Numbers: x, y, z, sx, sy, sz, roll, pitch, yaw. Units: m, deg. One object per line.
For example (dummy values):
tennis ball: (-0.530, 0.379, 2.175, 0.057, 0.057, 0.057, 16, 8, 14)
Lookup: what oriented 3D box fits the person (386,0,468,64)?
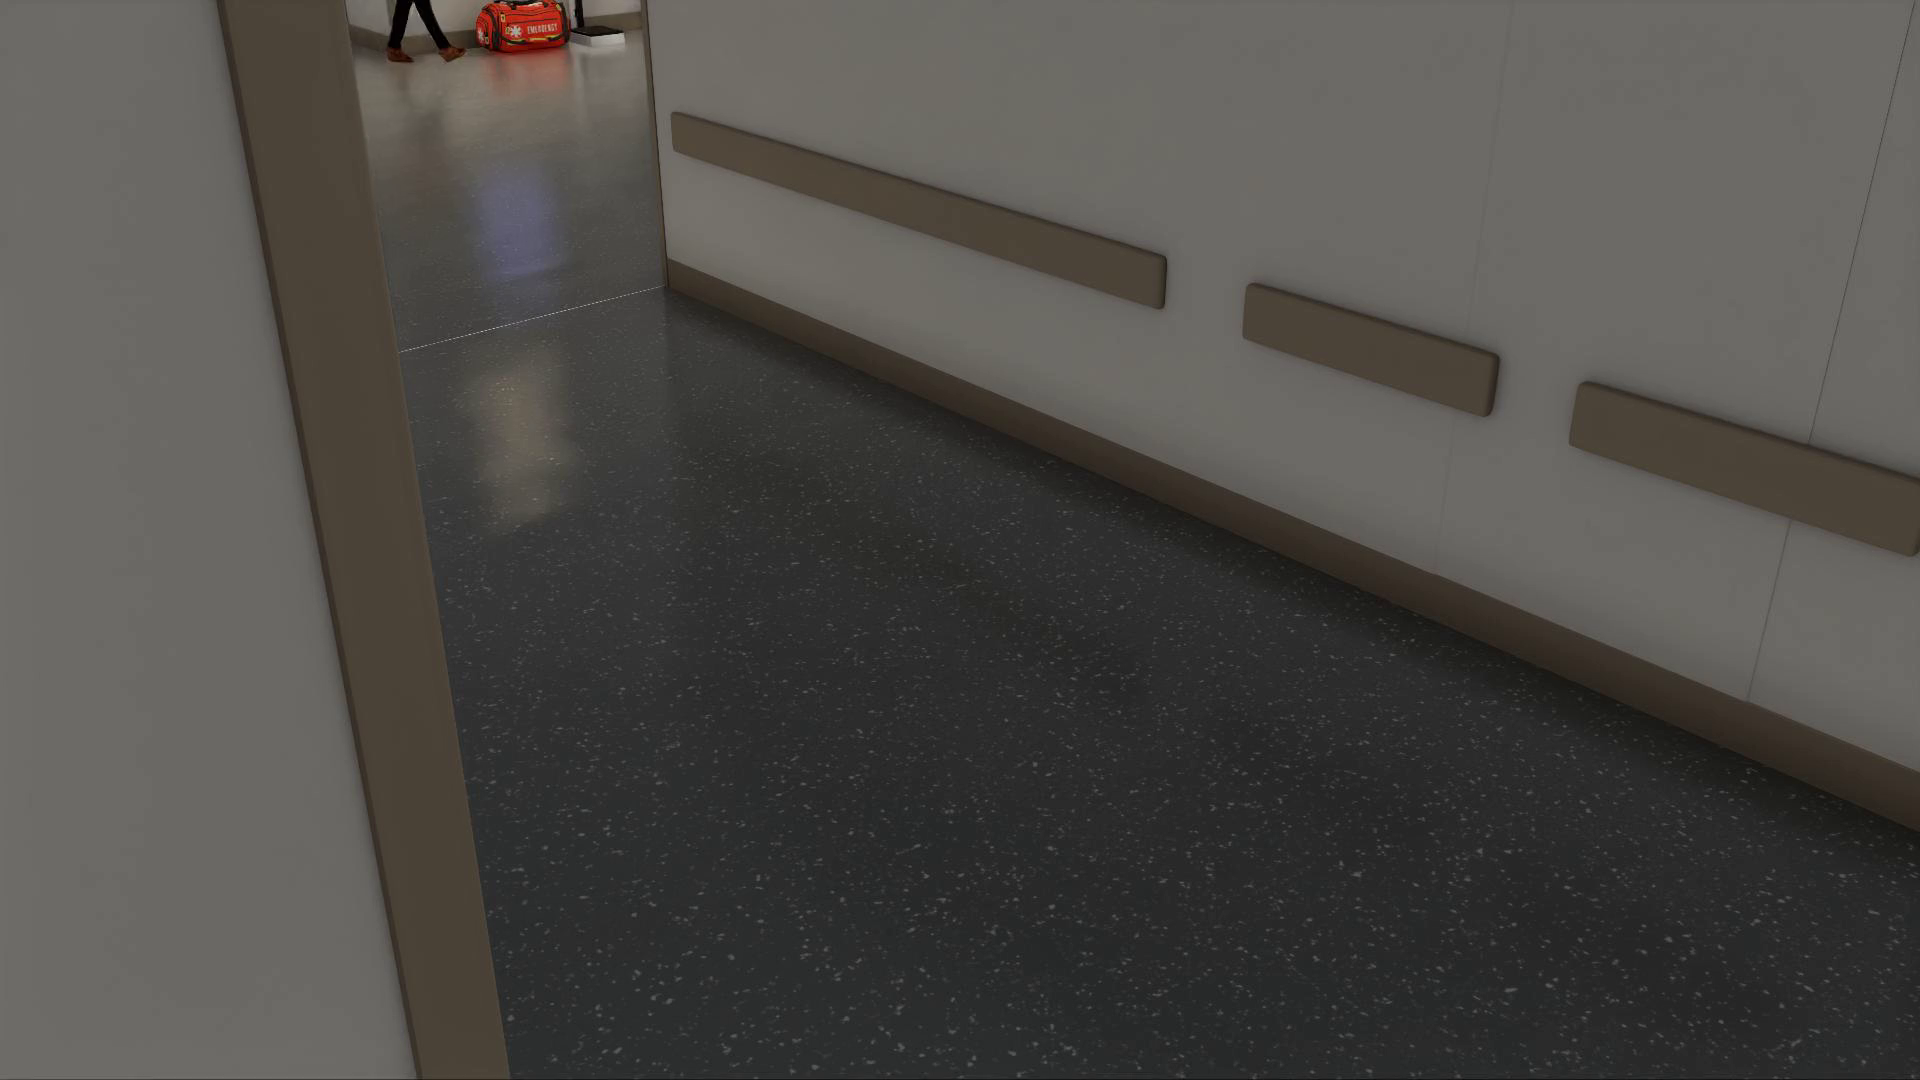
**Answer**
person: (-4.622, -4.721, 13.649, 1.100, 1.617, 1.047, 4, 26, 7)
